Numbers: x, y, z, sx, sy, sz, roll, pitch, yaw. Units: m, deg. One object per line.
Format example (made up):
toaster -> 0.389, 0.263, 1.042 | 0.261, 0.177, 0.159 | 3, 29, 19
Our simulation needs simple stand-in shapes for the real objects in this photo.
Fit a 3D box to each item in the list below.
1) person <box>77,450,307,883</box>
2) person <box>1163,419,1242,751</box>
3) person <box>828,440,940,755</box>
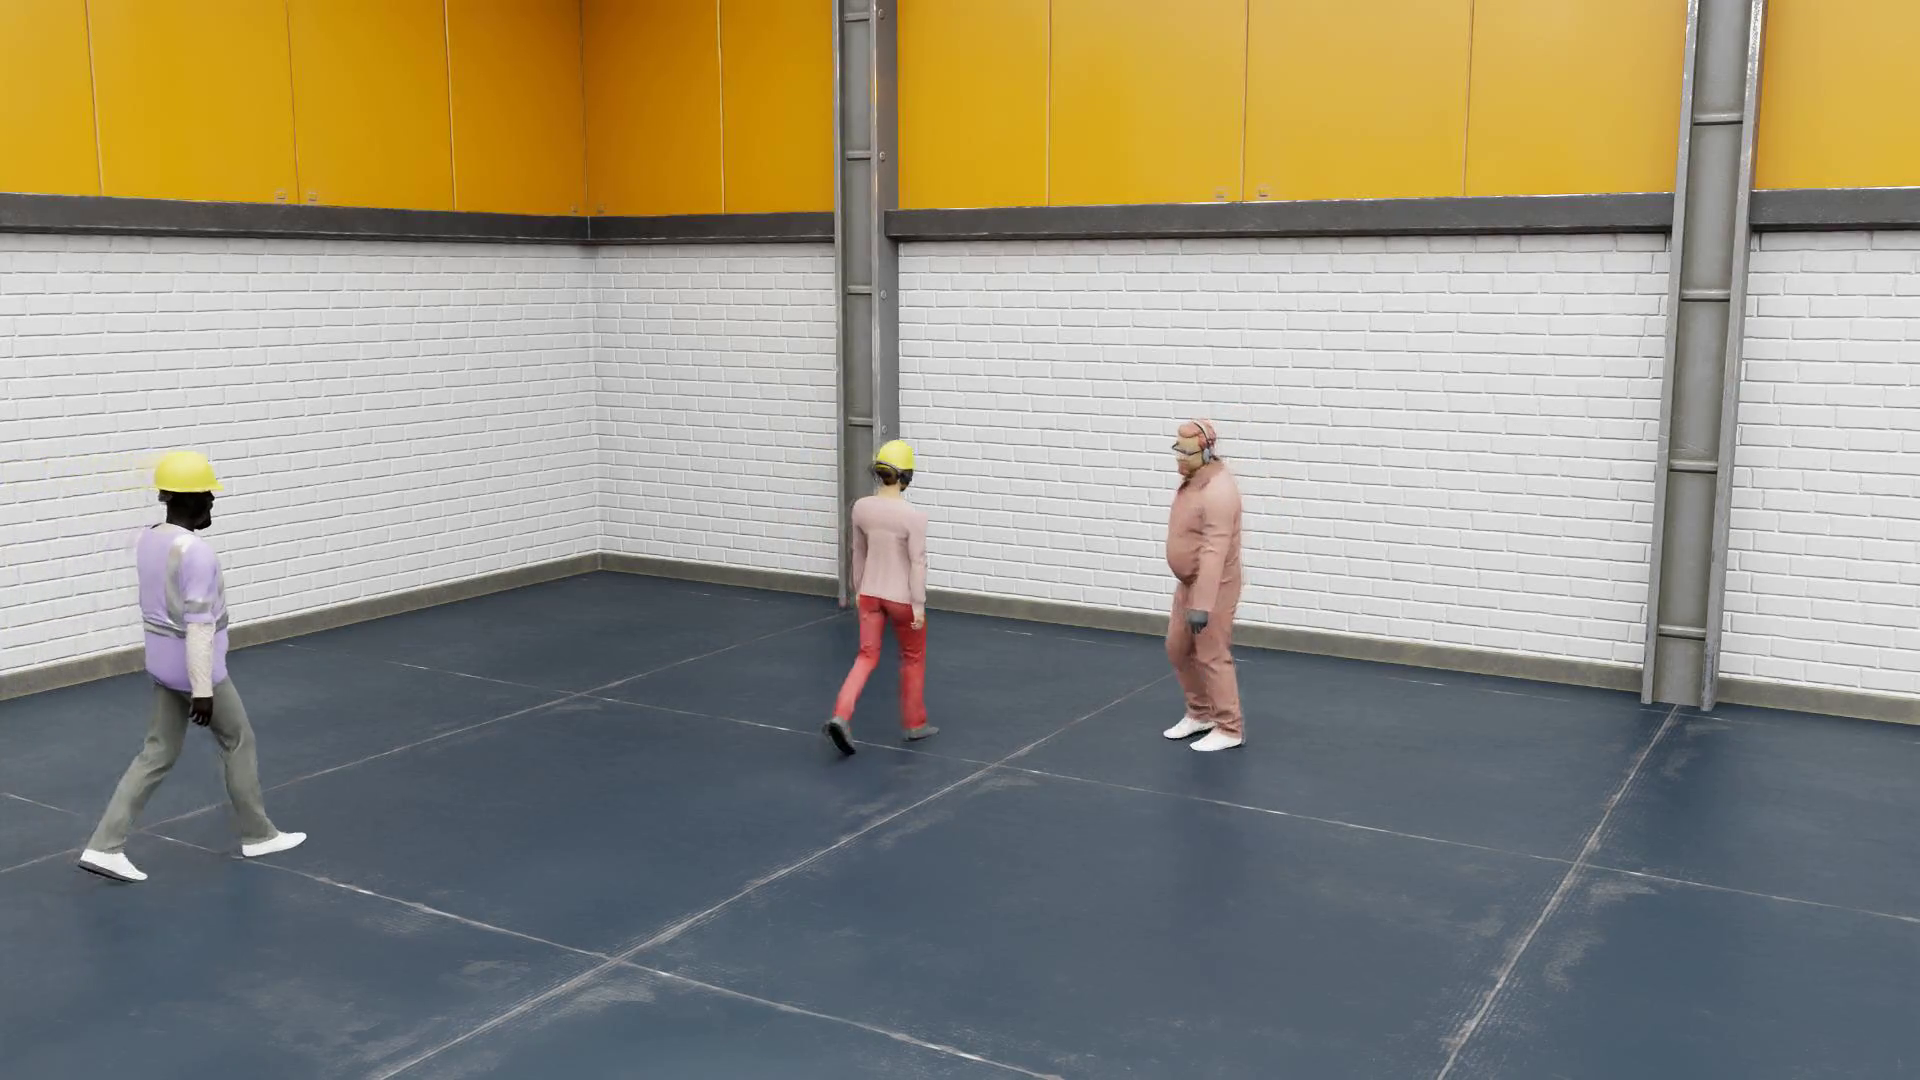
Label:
person -> -3.434, 0.549, 7.278 | 0.598, 1.892, 0.953 | 8, 12, 39
person -> 1.356, 0.265, 9.122 | 0.509, 1.865, 0.681 | -1, 9, -9
person -> -0.428, 0.317, 9.209 | 0.531, 1.742, 0.797 | 6, 11, 33
